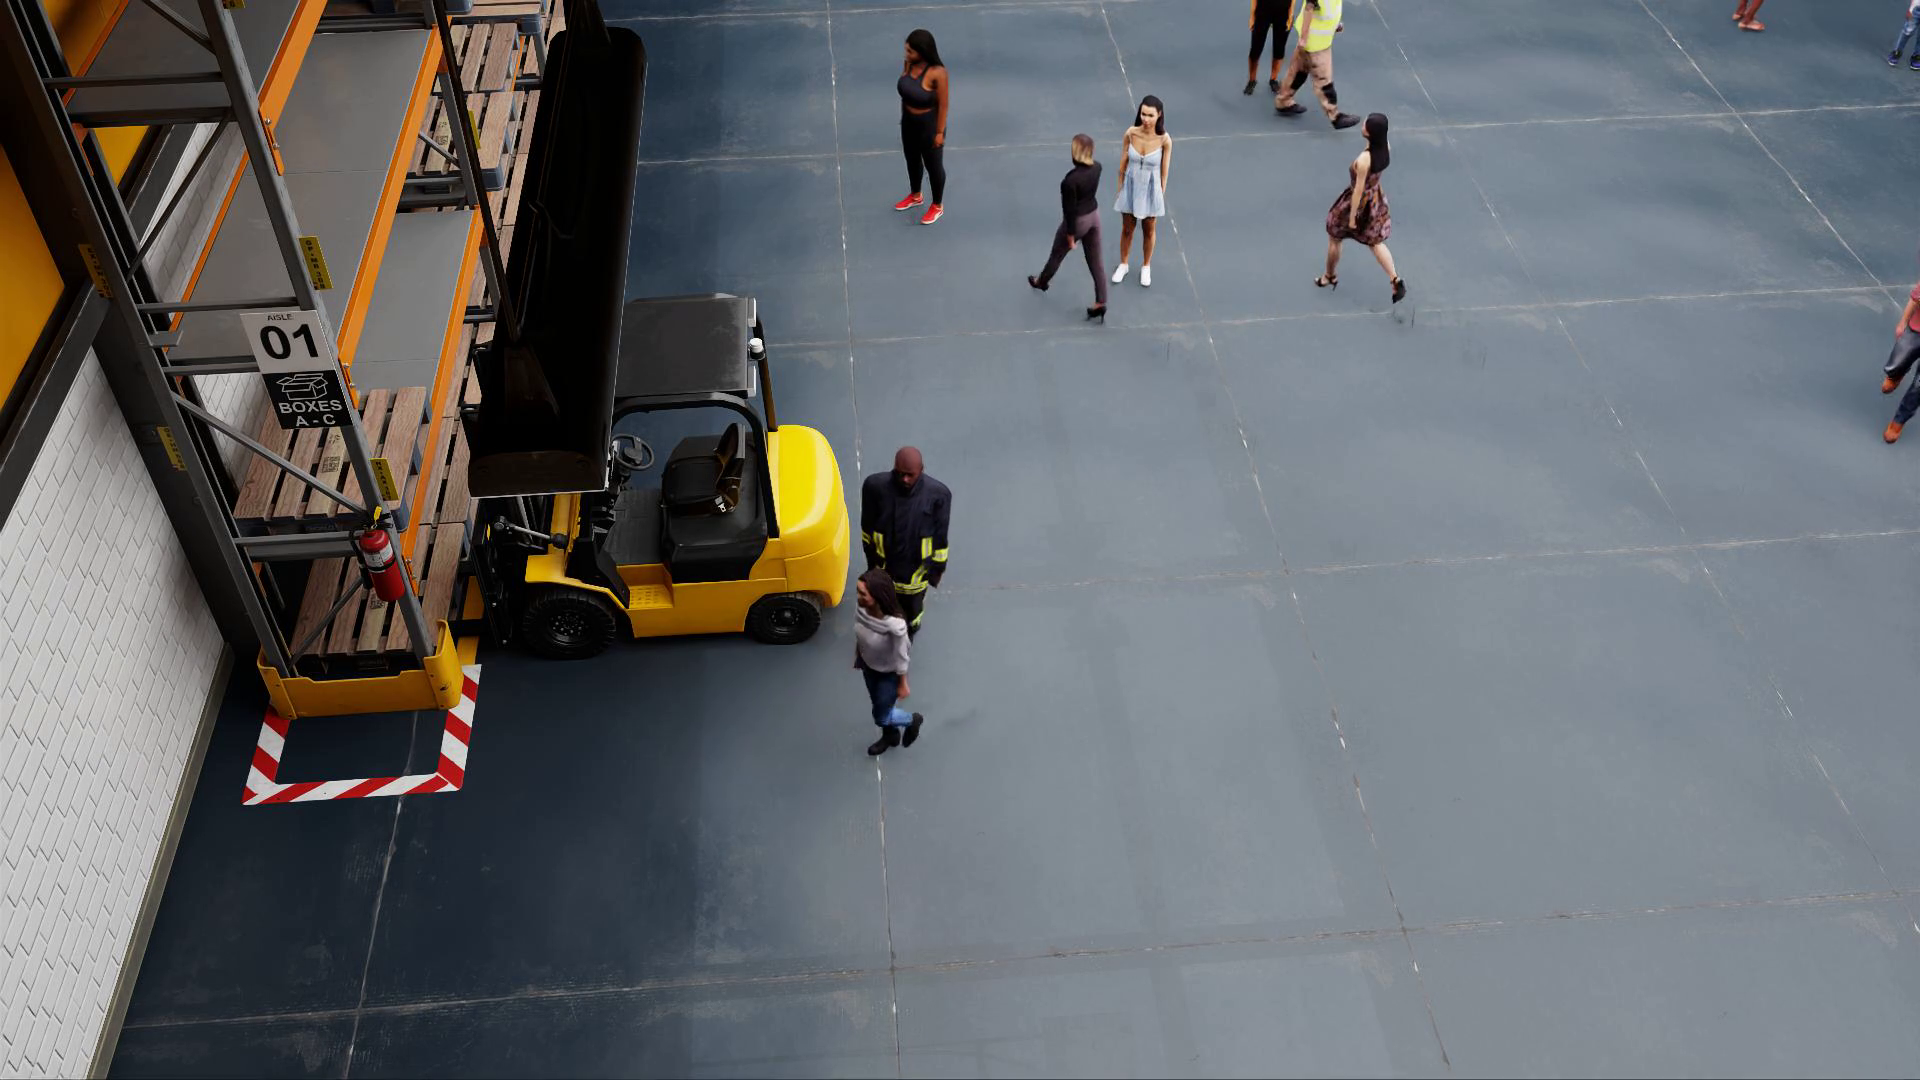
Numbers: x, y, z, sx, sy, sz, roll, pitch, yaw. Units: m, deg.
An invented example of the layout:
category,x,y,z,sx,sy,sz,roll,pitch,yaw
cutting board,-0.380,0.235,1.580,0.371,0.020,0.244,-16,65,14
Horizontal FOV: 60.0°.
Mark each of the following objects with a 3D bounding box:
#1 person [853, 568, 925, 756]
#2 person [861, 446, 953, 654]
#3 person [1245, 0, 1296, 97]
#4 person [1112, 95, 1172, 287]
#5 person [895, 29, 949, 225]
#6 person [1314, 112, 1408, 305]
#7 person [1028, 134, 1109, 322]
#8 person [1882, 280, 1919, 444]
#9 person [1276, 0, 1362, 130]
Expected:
category,x,y,z,sx,sy,sz,roll,pitch,yaw
person,-0.399,0.741,10.173,0.817,1.619,0.742,-29,51,-27
person,-0.346,0.004,10.814,0.814,1.802,0.811,6,44,7
person,3.088,-5.173,16.357,0.676,1.651,0.713,8,44,8
person,1.531,-2.935,13.951,0.651,1.730,0.634,9,44,10
person,-0.322,-3.681,14.673,0.766,1.814,0.838,34,53,30
person,3.374,-2.688,13.678,1.058,1.749,1.175,-35,53,-31
person,1.066,-2.495,13.561,1.086,1.631,0.977,33,53,30
person,7.349,-1.620,12.508,1.005,1.816,1.086,26,49,24
person,3.345,-4.831,15.895,1.141,1.794,1.193,18,47,18
